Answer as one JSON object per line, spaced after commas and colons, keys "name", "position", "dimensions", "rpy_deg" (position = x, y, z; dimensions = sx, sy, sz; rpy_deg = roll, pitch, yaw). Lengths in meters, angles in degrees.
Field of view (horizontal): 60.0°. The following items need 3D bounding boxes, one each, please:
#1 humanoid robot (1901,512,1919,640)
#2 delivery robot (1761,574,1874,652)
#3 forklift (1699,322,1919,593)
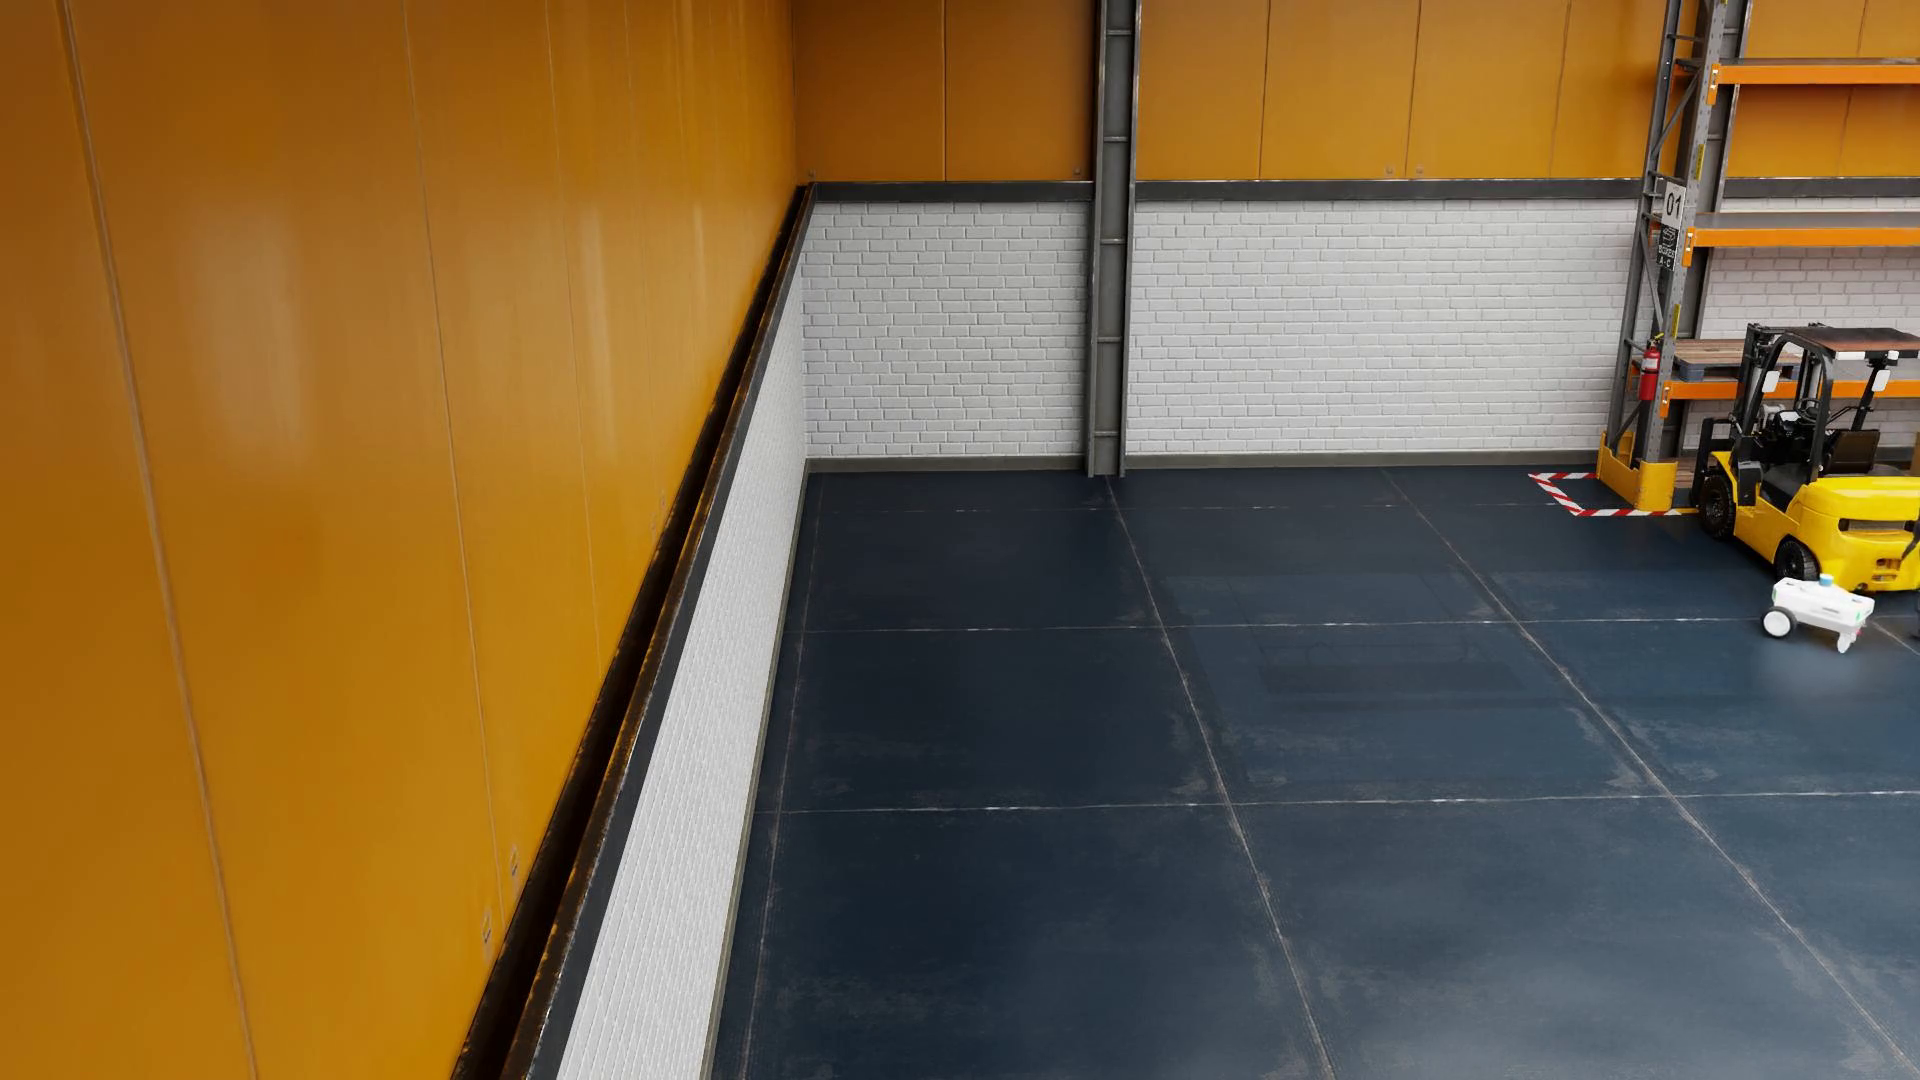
{"name": "humanoid robot", "position": [7.994, 0.032, 13.448], "dimensions": [0.593, 1.647, 0.407], "rpy_deg": [0, 20, 0]}
{"name": "delivery robot", "position": [7.024, 0.562, 13.593], "dimensions": [0.518, 0.580, 0.739], "rpy_deg": [-19, 27, -41]}
{"name": "forklift", "position": [7.809, -0.792, 14.926], "dimensions": [1.214, 2.155, 2.313], "rpy_deg": [-1, 20, -2]}
